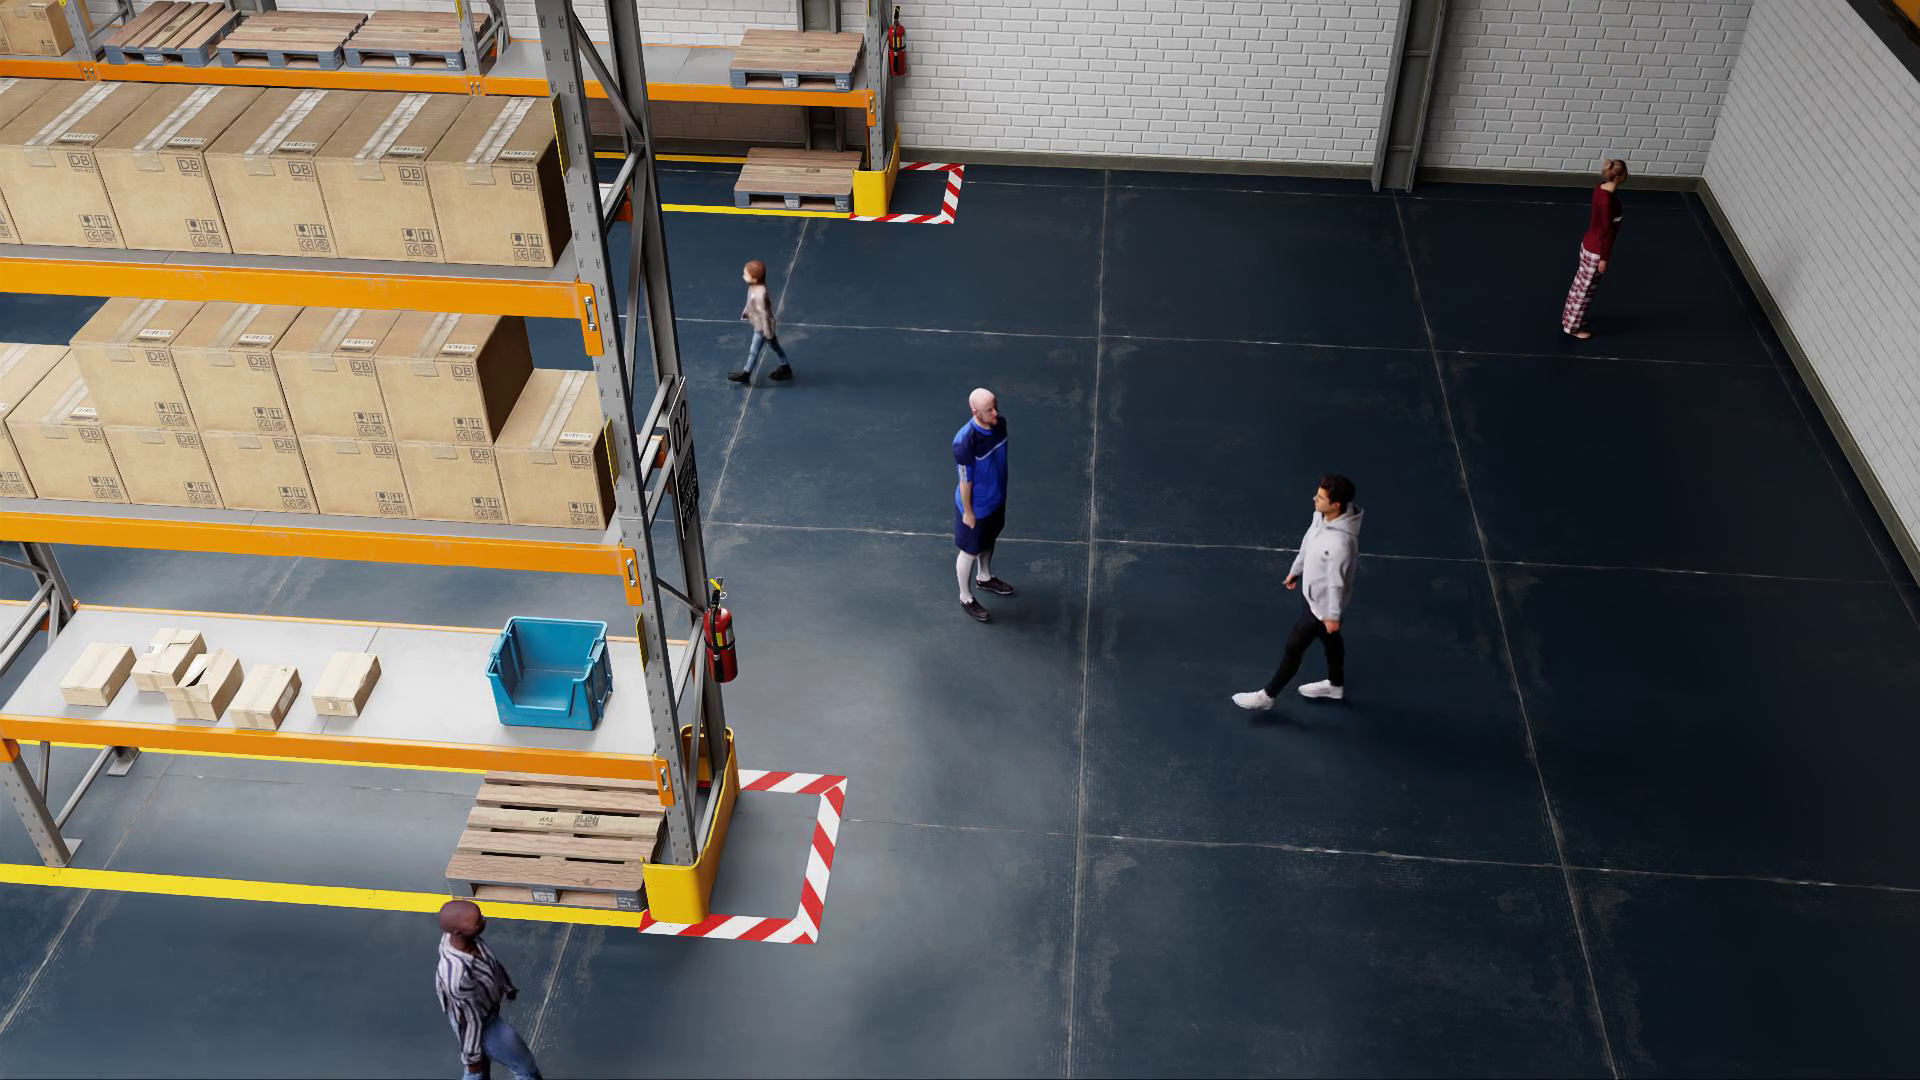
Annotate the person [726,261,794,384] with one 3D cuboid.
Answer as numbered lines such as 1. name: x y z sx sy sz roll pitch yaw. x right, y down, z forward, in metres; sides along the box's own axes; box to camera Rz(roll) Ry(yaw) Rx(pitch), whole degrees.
1. person: -1.630 -1.853 14.212 0.829 1.169 0.575 -3 39 -4

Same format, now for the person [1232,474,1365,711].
1. person: 2.472 0.365 10.850 1.050 1.899 0.753 -1 39 -1

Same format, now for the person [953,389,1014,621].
1. person: 0.152 -0.290 11.716 0.743 1.842 0.756 22 43 25

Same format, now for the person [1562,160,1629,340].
1. person: 5.634 -2.597 14.727 0.492 1.688 0.616 4 39 5

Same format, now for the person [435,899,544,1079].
1. person: -2.499 2.450 8.340 0.969 1.774 0.837 -10 40 -12
